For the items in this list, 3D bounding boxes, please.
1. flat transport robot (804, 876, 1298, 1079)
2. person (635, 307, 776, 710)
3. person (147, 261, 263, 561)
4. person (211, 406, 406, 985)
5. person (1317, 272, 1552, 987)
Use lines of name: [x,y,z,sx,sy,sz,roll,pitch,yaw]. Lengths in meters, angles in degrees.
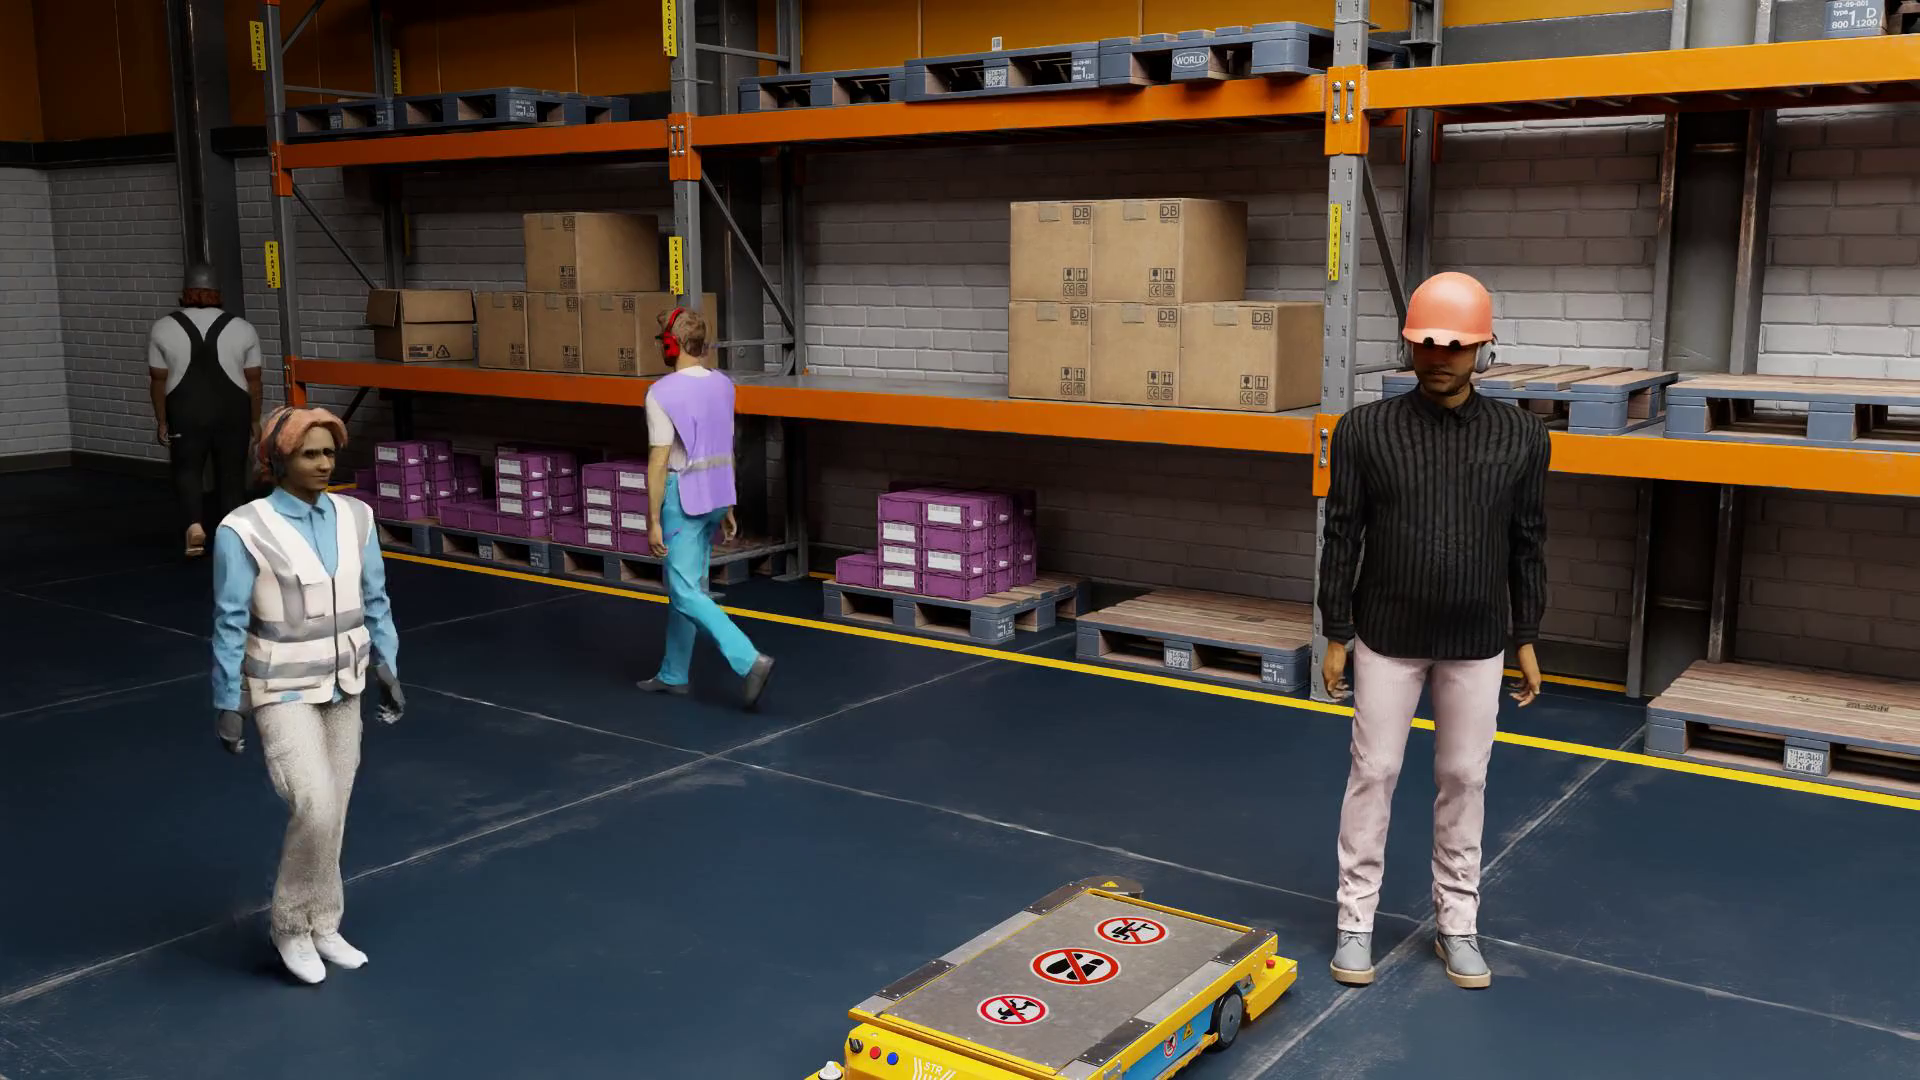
flat transport robot: [0.254,1.194,4.191,0.652,0.197,1.431,7,12,35]
person: [-1.171,-0.135,7.510,0.801,1.823,0.571,5,11,28]
person: [-4.966,-0.836,11.018,0.693,2.000,0.600,-4,10,-23]
person: [-1.797,0.439,4.653,0.406,1.622,0.533,5,11,27]
person: [1.308,0.264,4.607,0.618,1.990,0.394,1,10,5]
